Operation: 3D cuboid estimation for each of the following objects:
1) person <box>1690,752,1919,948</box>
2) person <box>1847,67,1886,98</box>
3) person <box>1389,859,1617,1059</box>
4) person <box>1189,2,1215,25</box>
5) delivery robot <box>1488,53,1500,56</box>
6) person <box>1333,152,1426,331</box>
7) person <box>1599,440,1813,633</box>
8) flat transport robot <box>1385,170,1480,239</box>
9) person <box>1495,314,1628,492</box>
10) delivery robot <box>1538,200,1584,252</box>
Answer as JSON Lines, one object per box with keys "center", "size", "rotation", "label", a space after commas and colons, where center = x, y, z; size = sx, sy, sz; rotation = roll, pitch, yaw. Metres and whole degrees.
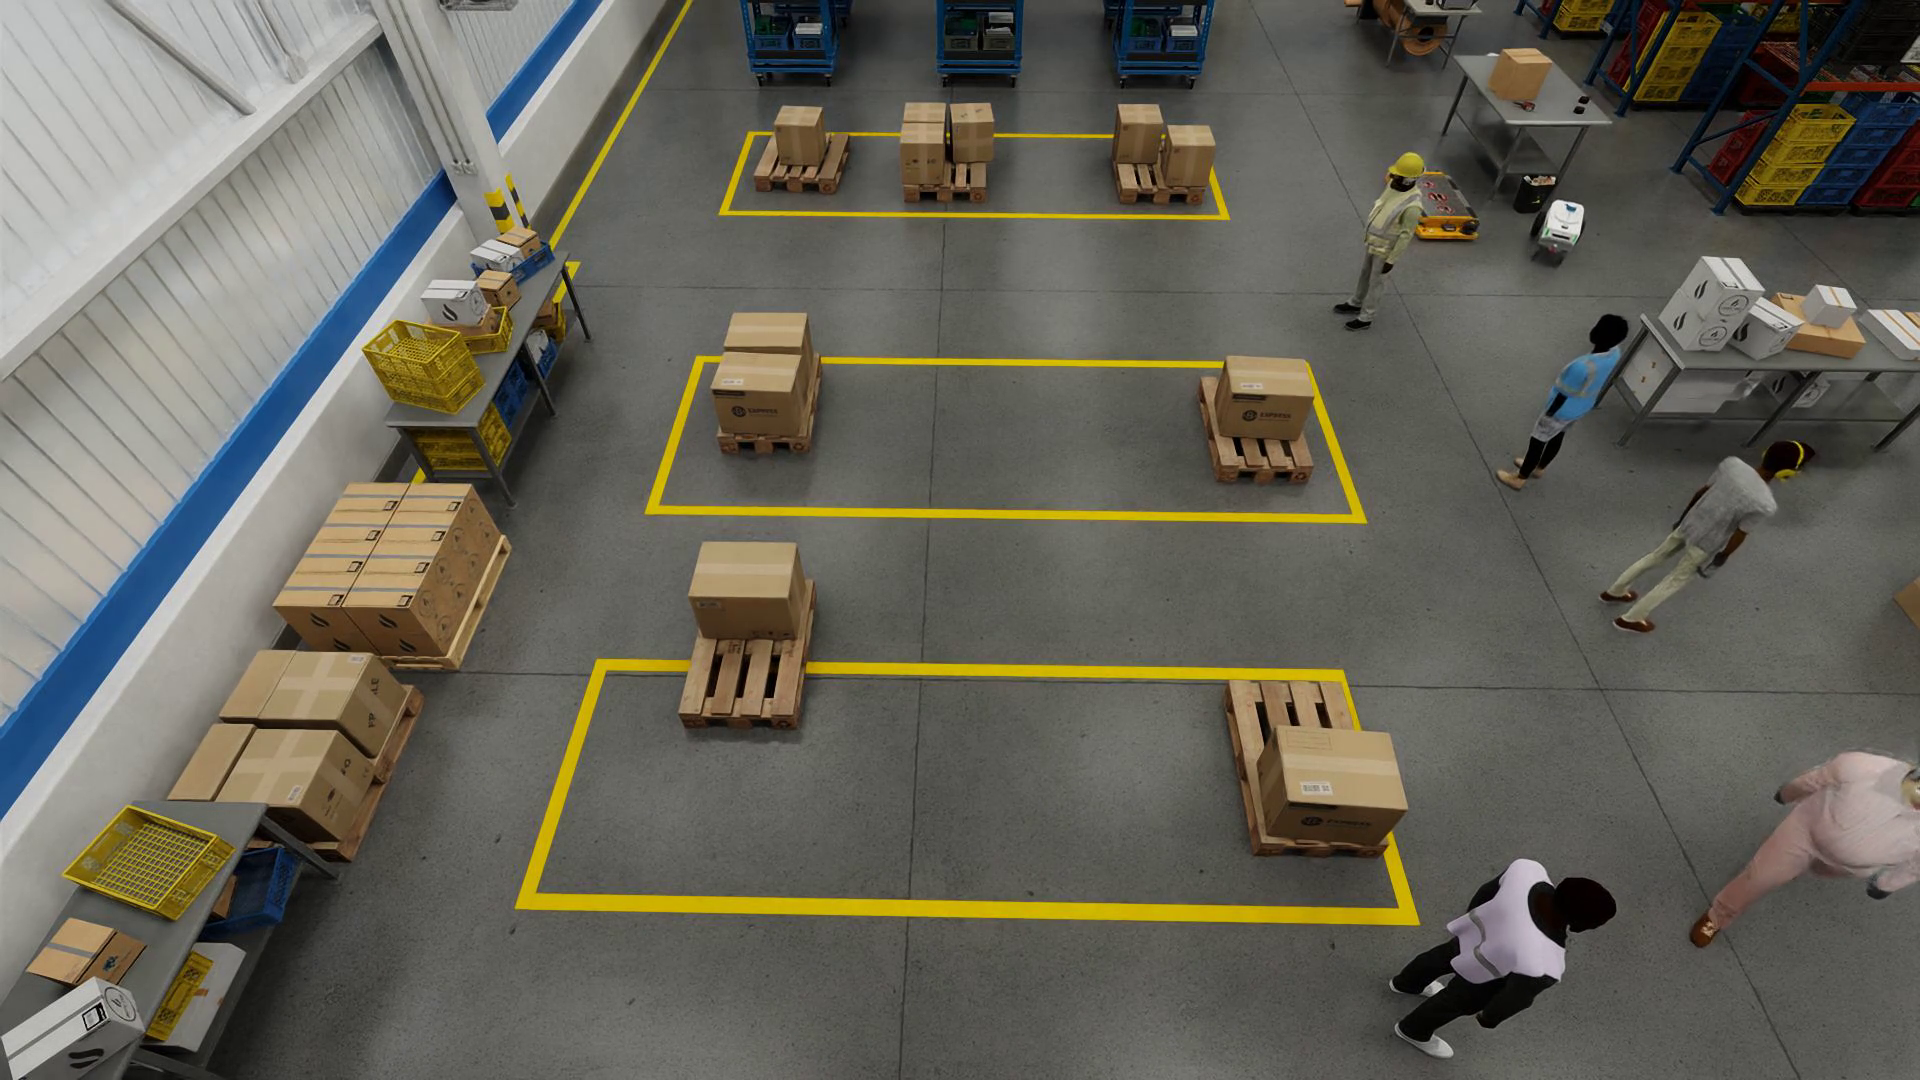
{"center": [4.905, 1.616, 5.085], "size": [0.646, 1.856, 1.015], "rotation": [36, 58, 27], "label": "person"}
{"center": [13.116, -7.096, 12.562], "size": [0.635, 1.938, 0.360], "rotation": [-5, 49, -5], "label": "person"}
{"center": [2.639, 2.106, 4.610], "size": [0.371, 1.916, 0.597], "rotation": [10, 50, 9], "label": "person"}
{"center": [3.952, -9.050, 14.451], "size": [0.315, 1.636, 0.515], "rotation": [-34, 57, -26], "label": "person"}
{"center": [7.845, -6.733, 13.097], "size": [0.707, 0.478, 0.477], "rotation": [33, 56, 25], "label": "delivery robot"}
{"center": [4.149, -2.914, 9.013], "size": [0.403, 1.828, 0.596], "rotation": [-2, 49, -2], "label": "person"}
{"center": [5.231, -0.011, 6.487], "size": [0.345, 1.856, 0.506], "rotation": [-5, 49, -4], "label": "person"}
{"center": [5.692, -4.094, 11.059], "size": [0.652, 0.197, 1.431], "rotation": [1, 49, 1], "label": "flat transport robot"}
{"center": [4.983, -1.111, 7.544], "size": [0.542, 1.691, 0.318], "rotation": [-25, 54, -20], "label": "person"}
{"center": [6.810, -3.563, 10.353], "size": [0.477, 0.478, 0.707], "rotation": [22, 53, 18], "label": "delivery robot"}
